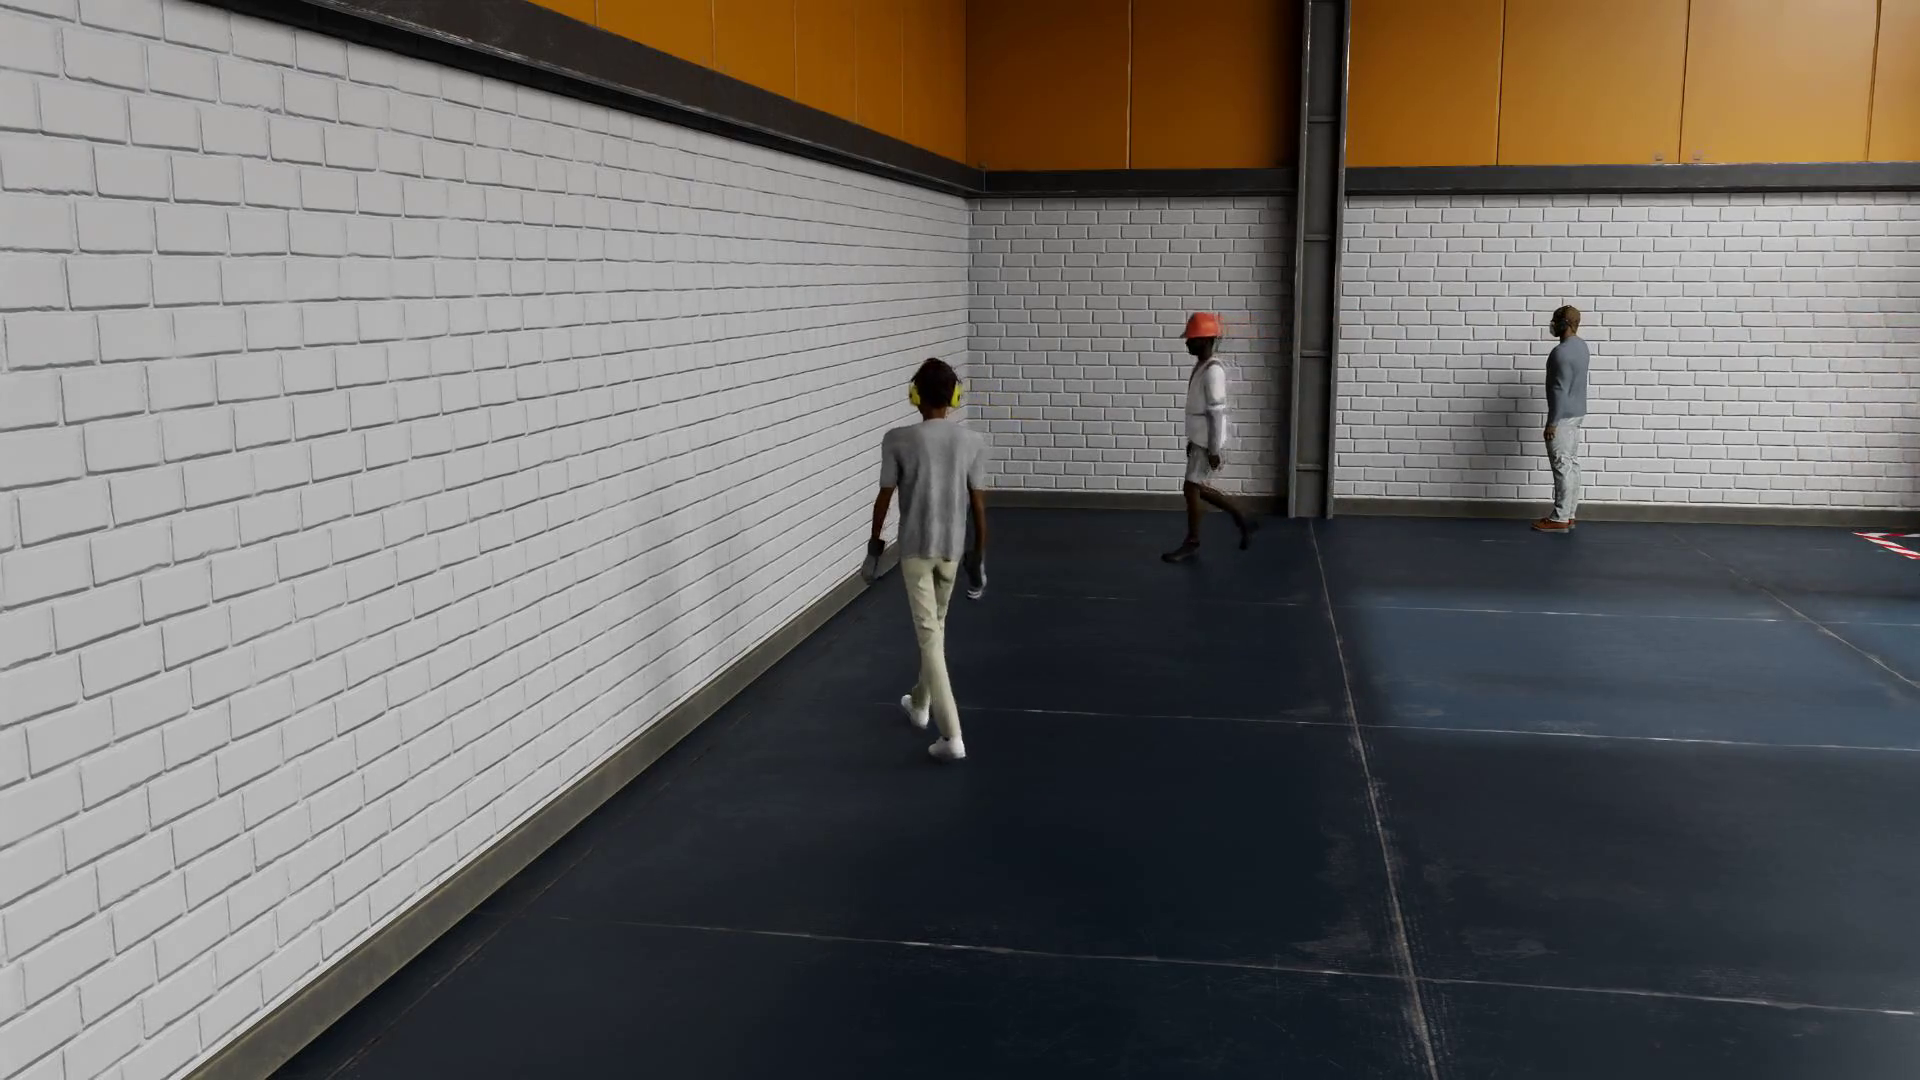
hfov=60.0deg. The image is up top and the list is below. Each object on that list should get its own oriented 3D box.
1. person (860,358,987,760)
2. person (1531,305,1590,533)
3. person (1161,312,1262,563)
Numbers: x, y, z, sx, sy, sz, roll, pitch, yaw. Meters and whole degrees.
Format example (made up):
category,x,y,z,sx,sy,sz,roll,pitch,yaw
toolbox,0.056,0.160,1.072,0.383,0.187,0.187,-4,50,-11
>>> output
category,x,y,z,sx,sy,sz,roll,pitch,yaw
person,-0.154,0.070,7.751,0.539,1.824,0.969,-4,10,-22
person,5.145,-1.031,14.200,0.372,1.940,0.629,6,11,34
person,1.934,-0.771,12.652,0.708,1.915,0.552,0,9,0
